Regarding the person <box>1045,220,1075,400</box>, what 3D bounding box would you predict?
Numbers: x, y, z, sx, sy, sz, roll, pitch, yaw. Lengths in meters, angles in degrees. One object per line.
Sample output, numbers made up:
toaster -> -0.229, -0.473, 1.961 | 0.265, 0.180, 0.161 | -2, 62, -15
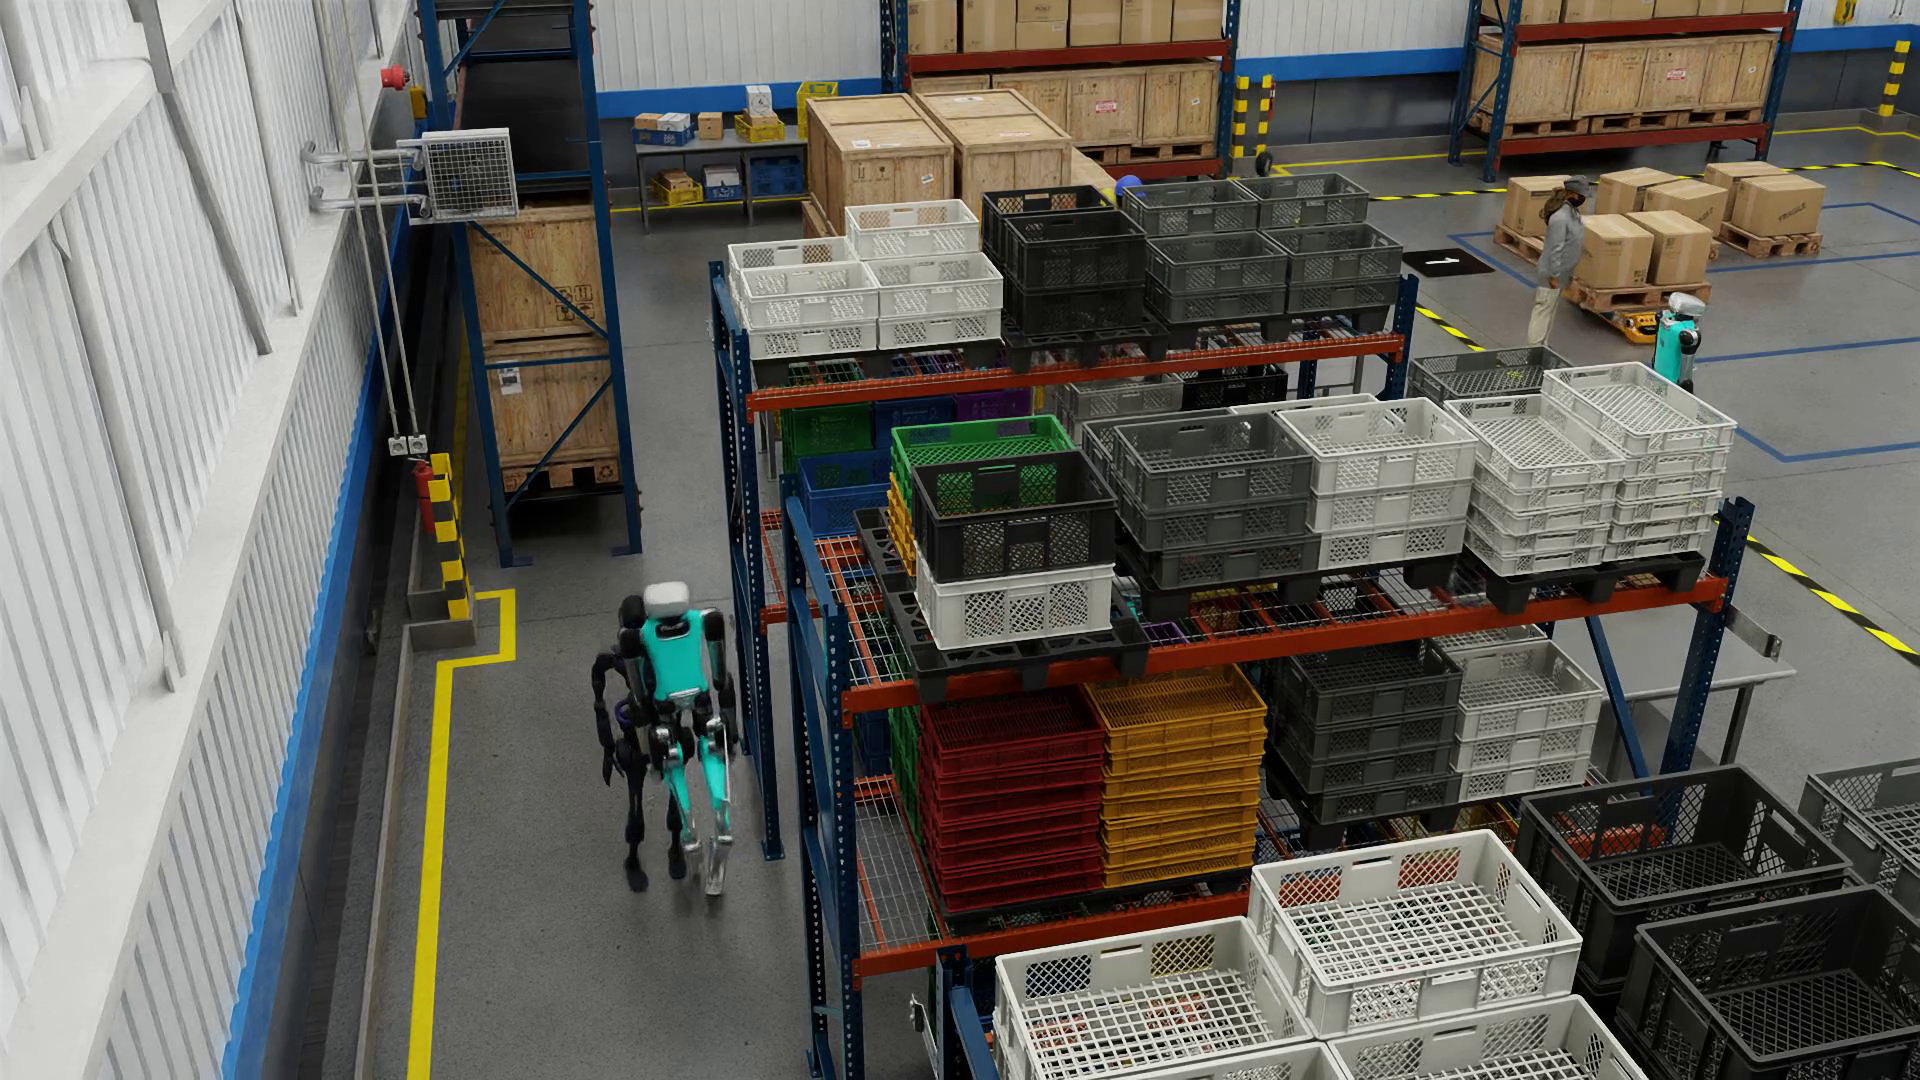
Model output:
person -> 1.006, -1.928, 14.019 | 0.698, 1.842, 0.667 | 17, 32, 29

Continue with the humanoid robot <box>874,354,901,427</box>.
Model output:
humanoid robot -> -0.560, -1.063, 12.565 | 0.399, 1.637, 0.627 | -4, 28, -8

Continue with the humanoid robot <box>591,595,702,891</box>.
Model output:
humanoid robot -> -1.560, 1.035, 8.568 | 0.591, 1.653, 0.376 | -8, 29, -14

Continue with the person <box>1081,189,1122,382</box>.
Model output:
person -> 1.272, -2.185, 14.528 | 0.591, 1.819, 0.404 | 6, 28, 10

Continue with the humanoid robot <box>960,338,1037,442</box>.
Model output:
humanoid robot -> 0.299, -0.503, 11.321 | 0.531, 1.689, 0.734 | -4, 28, -7

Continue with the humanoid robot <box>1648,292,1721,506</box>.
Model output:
humanoid robot -> 5.402, -1.009, 12.238 | 0.735, 1.681, 0.533 | -2, 28, -3

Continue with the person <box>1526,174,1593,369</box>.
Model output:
person -> 5.406, -2.448, 15.087 | 0.404, 1.762, 0.561 | 16, 32, 27

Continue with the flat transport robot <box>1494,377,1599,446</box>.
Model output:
flat transport robot -> 4.780, -1.036, 14.013 | 0.659, 0.231, 1.431 | -6, 28, -12

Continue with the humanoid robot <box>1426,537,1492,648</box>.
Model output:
humanoid robot -> 3.006, 0.437, 9.736 | 0.601, 1.643, 0.679 | -18, 33, -30

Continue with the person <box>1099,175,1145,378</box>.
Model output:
person -> 1.412, -2.184, 14.402 | 0.602, 1.938, 0.398 | 16, 32, 27

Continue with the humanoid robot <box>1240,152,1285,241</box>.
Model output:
humanoid robot -> 2.881, -2.966, 16.204 | 0.601, 1.624, 0.783 | 14, 31, 24

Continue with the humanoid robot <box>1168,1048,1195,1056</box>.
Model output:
humanoid robot -> 1.058, 2.490, 5.870 | 0.767, 1.894, 0.544 | -6, 28, -11

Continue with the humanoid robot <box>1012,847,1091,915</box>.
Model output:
humanoid robot -> 0.464, 1.214, 8.028 | 0.735, 1.673, 0.533 | 3, 28, 6

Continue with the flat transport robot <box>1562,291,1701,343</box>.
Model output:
flat transport robot -> 6.593, -2.295, 16.370 | 0.652, 0.197, 1.431 | -5, 28, -10

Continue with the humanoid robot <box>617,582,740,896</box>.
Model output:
humanoid robot -> -1.337, 1.147, 8.346 | 0.563, 1.825, 0.767 | -9, 29, -16

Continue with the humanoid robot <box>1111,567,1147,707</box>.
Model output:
humanoid robot -> 1.042, 0.864, 8.689 | 0.735, 1.677, 0.533 | -2, 28, -4

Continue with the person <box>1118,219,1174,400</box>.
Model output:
person -> 1.515, -1.641, 13.260 | 0.604, 2.044, 0.373 | -18, 33, -31
